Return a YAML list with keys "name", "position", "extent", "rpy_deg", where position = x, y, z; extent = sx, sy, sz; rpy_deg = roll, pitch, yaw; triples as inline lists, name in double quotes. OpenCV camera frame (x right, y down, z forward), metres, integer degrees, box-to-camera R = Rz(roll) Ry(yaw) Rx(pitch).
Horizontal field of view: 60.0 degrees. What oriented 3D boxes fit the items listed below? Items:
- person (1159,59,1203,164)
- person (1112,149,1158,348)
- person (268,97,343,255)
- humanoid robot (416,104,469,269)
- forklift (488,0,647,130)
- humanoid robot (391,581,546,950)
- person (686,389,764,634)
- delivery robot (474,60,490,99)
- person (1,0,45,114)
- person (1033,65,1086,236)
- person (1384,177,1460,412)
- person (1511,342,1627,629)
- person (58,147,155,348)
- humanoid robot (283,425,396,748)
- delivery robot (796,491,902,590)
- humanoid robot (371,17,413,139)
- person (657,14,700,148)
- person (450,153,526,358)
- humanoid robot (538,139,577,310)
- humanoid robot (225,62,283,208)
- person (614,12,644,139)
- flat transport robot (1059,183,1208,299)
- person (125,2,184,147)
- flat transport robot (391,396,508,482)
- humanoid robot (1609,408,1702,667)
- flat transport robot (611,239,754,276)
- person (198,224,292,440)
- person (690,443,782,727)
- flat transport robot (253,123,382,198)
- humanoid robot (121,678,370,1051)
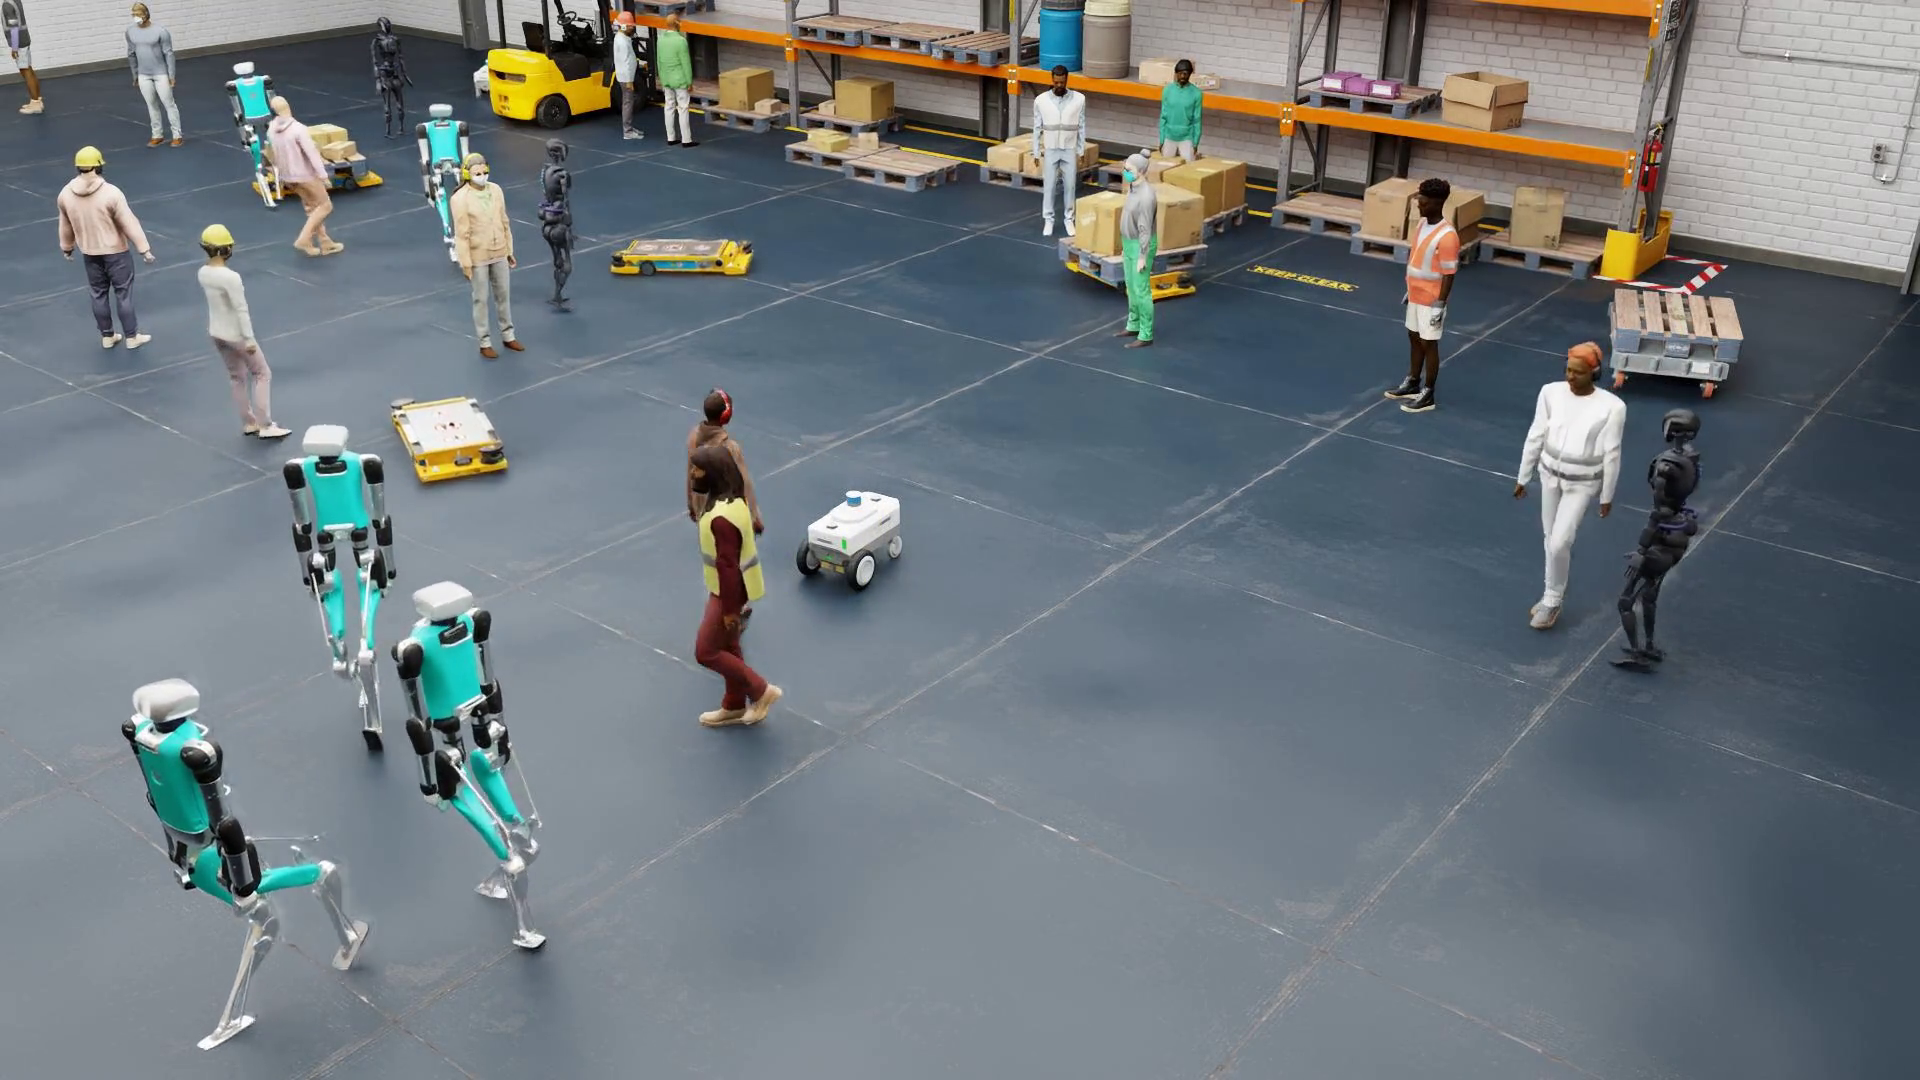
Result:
- name: "person"
  position: [2.581, -4.698, 19.493]
  extent: [0.502, 1.842, 0.406]
  rpy_deg: [8, 27, 17]
- name: "person"
  position: [1.638, -2.699, 15.367]
  extent: [0.344, 1.835, 0.511]
  rpy_deg: [-7, 27, -13]
- name: "person"
  position: [-7.071, -3.920, 17.997]
  extent: [0.596, 1.746, 0.565]
  rpy_deg: [14, 29, 27]
- name: "humanoid robot"
  position: [-5.308, -3.616, 17.370]
  extent: [0.541, 1.716, 1.001]
  rpy_deg: [-9, 27, -19]
- name: "forklift"
  position: [-5.874, -7.334, 24.552]
  extent: [1.214, 2.155, 2.313]
  rpy_deg: [19, 32, 34]
- name: "humanoid robot"
  position: [-2.113, 1.087, 7.677]
  extent: [0.872, 1.784, 0.569]
  rpy_deg: [14, 29, 26]
- name: "person"
  position: [-1.455, -0.168, 10.342]
  extent: [0.505, 1.639, 0.467]
  rpy_deg: [19, 32, 34]
- name: "delivery robot"
  position: [-7.430, -7.308, 26.363]
  extent: [0.499, 0.583, 0.758]
  rpy_deg: [2, 26, 4]
- name: "person"
  position: [-14.156, -7.450, 24.963]
  extent: [0.375, 2.043, 0.607]
  rpy_deg: [-8, 27, -15]
- name: "person"
  position: [1.118, -4.405, 18.816]
  extent: [0.596, 1.907, 0.410]
  rpy_deg: [-2, 26, -3]
- name: "person"
  position: [3.874, -2.039, 13.843]
  extent: [0.362, 1.963, 0.611]
  rpy_deg: [-4, 26, -9]
- name: "person"
  position: [3.745, -0.329, 10.412]
  extent: [0.636, 1.863, 0.589]
  rpy_deg: [-19, 32, -35]
- name: "person"
  position: [-7.853, -2.659, 15.256]
  extent: [0.814, 1.856, 0.437]
  rpy_deg: [1, 26, 1]
- name: "humanoid robot"
  position: [-3.428, 0.320, 9.256]
  extent: [0.543, 1.798, 0.911]
  rpy_deg: [-5, 26, -11]
- name: "delivery robot"
  position: [-0.733, -0.021, 11.308]
  extent: [0.499, 0.614, 0.791]
  rpy_deg: [15, 30, 28]
- name: "humanoid robot"
  position: [-8.021, -6.518, 23.447]
  extent: [0.325, 1.654, 0.601]
  rpy_deg: [14, 29, 26]
- name: "person"
  position: [-3.904, -6.322, 22.923]
  extent: [0.553, 1.782, 0.384]
  rpy_deg: [15, 30, 29]
- name: "person"
  position: [-4.313, -2.582, 15.091]
  extent: [0.406, 1.867, 0.565]
  rpy_deg: [20, 32, 36]
- name: "humanoid robot"
  position: [-4.012, -3.118, 16.418]
  extent: [0.462, 1.645, 0.613]
  rpy_deg: [-15, 30, -28]
- name: "humanoid robot"
  position: [-8.429, -4.872, 19.988]
  extent: [0.577, 1.766, 0.896]
  rpy_deg: [-14, 29, -26]
- name: "person"
  position: [-4.671, -6.542, 23.429]
  extent: [0.352, 1.737, 0.576]
  rpy_deg: [-6, 26, -12]
- name: "flat transport robot"
  position: [1.779, -2.797, 17.363]
  extent: [0.659, 0.231, 1.431]
  rpy_deg: [-14, 29, -26]
- name: "person"
  position: [-11.097, -6.393, 22.892]
  extent: [0.634, 1.939, 0.367]
  rpy_deg: [1, 26, 2]
- name: "flat transport robot"
  position: [-4.103, -0.837, 13.304]
  extent: [0.659, 0.231, 1.431]
  rpy_deg: [-12, 28, -23]
- name: "humanoid robot"
  position: [4.208, -0.003, 9.955]
  extent: [0.302, 1.648, 0.612]
  rpy_deg: [21, 33, 36]
- name: "flat transport robot"
  position: [-2.974, -3.032, 17.850]
  extent: [1.431, 0.231, 0.659]
  rpy_deg: [1, 26, 2]
- name: "person"
  position: [-5.758, -1.644, 13.260]
  extent: [0.541, 1.749, 0.397]
  rpy_deg: [16, 30, 29]
- name: "person"
  position: [-1.308, 0.285, 9.267]
  extent: [0.436, 1.755, 0.487]
  rpy_deg: [-5, 26, -10]
- name: "flat transport robot"
  position: [-8.116, -4.551, 20.996]
  extent: [1.431, 0.231, 0.659]
  rpy_deg: [-16, 30, -29]
- name: "humanoid robot"
  position: [-3.022, 1.275, 7.264]
  extent: [0.531, 1.771, 0.967]
  rpy_deg: [15, 30, 29]
